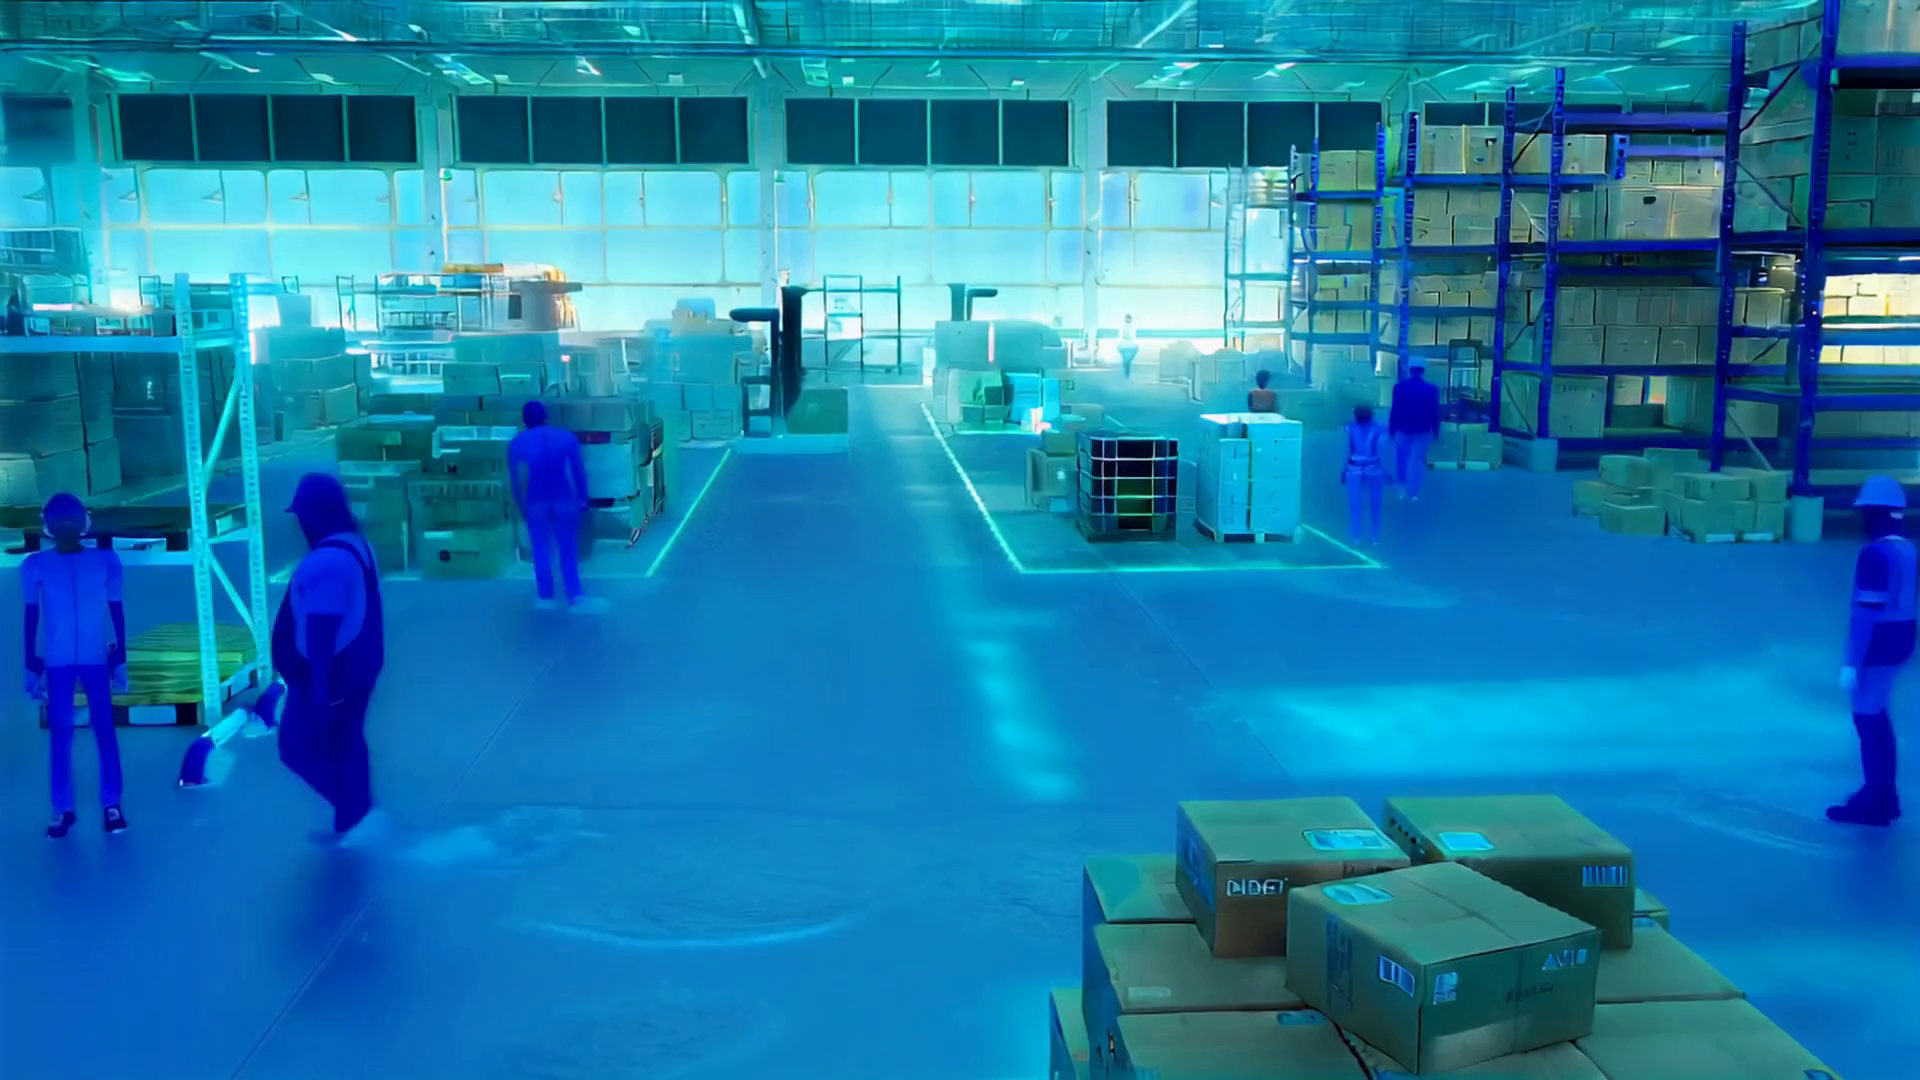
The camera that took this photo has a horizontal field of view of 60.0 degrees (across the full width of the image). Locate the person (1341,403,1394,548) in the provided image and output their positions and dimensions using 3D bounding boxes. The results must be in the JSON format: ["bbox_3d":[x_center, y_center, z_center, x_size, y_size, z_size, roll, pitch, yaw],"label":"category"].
[{"bbox_3d":[4.503,-0.708,18.420,0.635,1.601,0.732,5,10,27],"label":"person"}]

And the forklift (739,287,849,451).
[{"bbox_3d":[-2.857,-2.959,28.607,1.873,2.768,1.129,-1,9,-4],"label":"forklift"}]

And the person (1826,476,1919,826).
[{"bbox_3d":[5.049,0.620,9.189,0.577,1.922,0.386,-8,12,-42],"label":"person"}]

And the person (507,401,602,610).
[{"bbox_3d":[-3.665,-0.306,15.050,0.795,1.894,0.437,-1,9,-5],"label":"person"}]

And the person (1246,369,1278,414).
[{"bbox_3d":[4.301,-1.610,23.890,0.552,1.676,0.382,-4,10,-25],"label":"person"}]

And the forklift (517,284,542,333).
[{"bbox_3d":[-9.394,-4.225,36.556,1.873,2.768,1.129,-1,9,-4],"label":"forklift"}]

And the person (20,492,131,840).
[{"bbox_3d":[-4.767,0.670,8.976,0.514,1.876,0.328,-4,10,-21],"label":"person"}]

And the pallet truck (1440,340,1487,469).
[{"bbox_3d":[8.004,-2.170,26.422,0.823,1.965,1.885,2,9,14],"label":"pallet truck"}]

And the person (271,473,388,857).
[{"bbox_3d":[-3.266,0.646,8.600,0.537,2.000,0.701,0,9,-1],"label":"person"}]

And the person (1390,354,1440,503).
[{"bbox_3d":[6.071,-1.484,22.157,0.629,1.975,0.441,4,10,23],"label":"person"}]

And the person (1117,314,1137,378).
[{"bbox_3d":[4.974,-5.760,49.326,0.567,1.877,1.005,3,9,16],"label":"person"}]

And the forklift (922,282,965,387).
[{"bbox_3d":[-0.070,-5.568,44.994,1.873,2.768,1.129,-1,9,-4],"label":"forklift"}]
